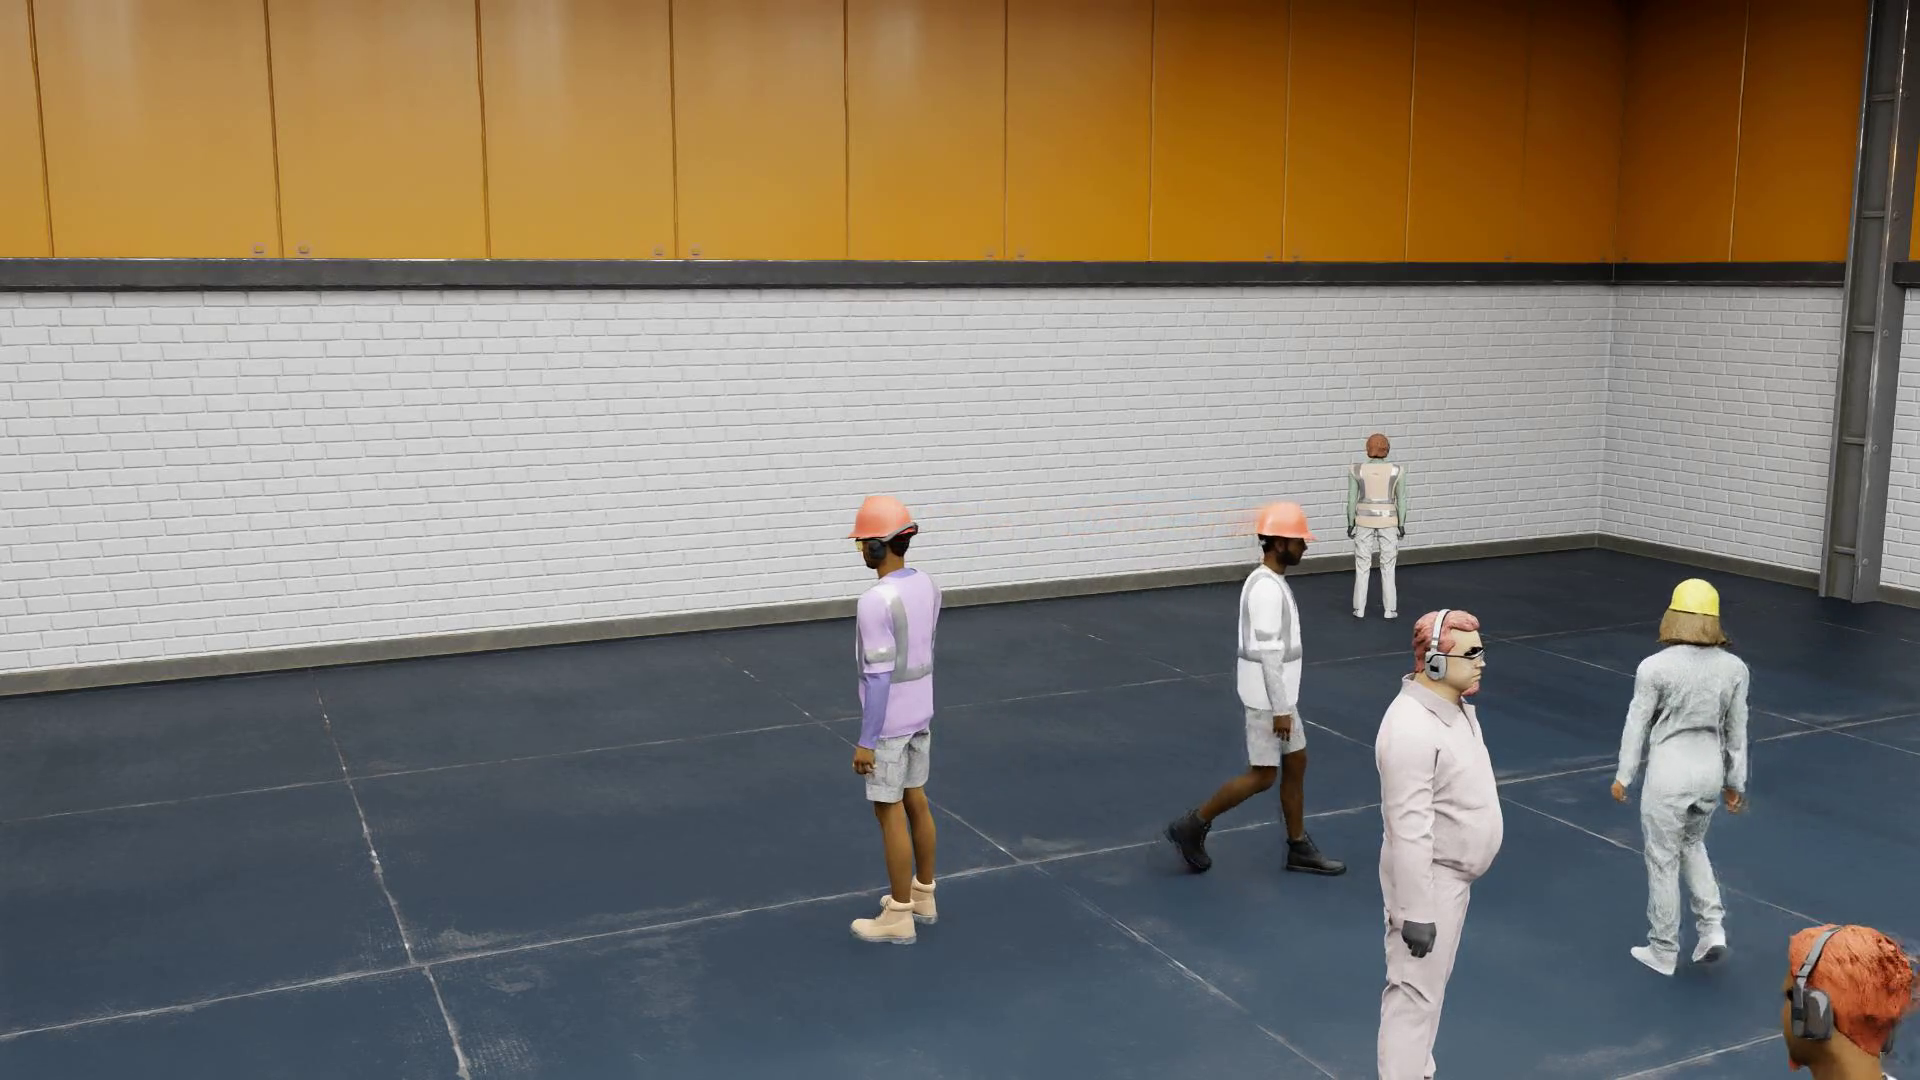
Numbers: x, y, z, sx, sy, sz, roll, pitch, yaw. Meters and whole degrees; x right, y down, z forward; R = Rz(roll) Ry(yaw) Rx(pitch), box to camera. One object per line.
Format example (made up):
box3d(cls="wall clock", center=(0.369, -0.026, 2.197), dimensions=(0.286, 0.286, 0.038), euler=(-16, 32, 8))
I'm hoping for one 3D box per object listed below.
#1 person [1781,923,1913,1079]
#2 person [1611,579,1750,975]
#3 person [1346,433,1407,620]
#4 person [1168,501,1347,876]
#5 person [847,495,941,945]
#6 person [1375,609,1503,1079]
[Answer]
box3d(cls="person", center=(1.693, 1.632, 3.066), dimensions=(0.929, 1.843, 0.618), euler=(4, 10, 21))
box3d(cls="person", center=(3.114, 1.028, 7.177), dimensions=(0.504, 1.725, 0.397), euler=(-2, 9, -10))
box3d(cls="person", center=(3.630, -0.113, 14.515), dimensions=(0.514, 1.640, 0.310), euler=(3, 10, 16))
box3d(cls="person", center=(1.508, 0.753, 8.289), dimensions=(0.826, 1.914, 0.572), euler=(3, 10, 17))
box3d(cls="person", center=(-0.325, 0.808, 7.557), dimensions=(0.395, 2.038, 0.615), euler=(4, 10, 24))
box3d(cls="person", center=(1.633, 1.175, 5.692), dimensions=(0.409, 1.909, 0.641), euler=(4, 10, 25))
